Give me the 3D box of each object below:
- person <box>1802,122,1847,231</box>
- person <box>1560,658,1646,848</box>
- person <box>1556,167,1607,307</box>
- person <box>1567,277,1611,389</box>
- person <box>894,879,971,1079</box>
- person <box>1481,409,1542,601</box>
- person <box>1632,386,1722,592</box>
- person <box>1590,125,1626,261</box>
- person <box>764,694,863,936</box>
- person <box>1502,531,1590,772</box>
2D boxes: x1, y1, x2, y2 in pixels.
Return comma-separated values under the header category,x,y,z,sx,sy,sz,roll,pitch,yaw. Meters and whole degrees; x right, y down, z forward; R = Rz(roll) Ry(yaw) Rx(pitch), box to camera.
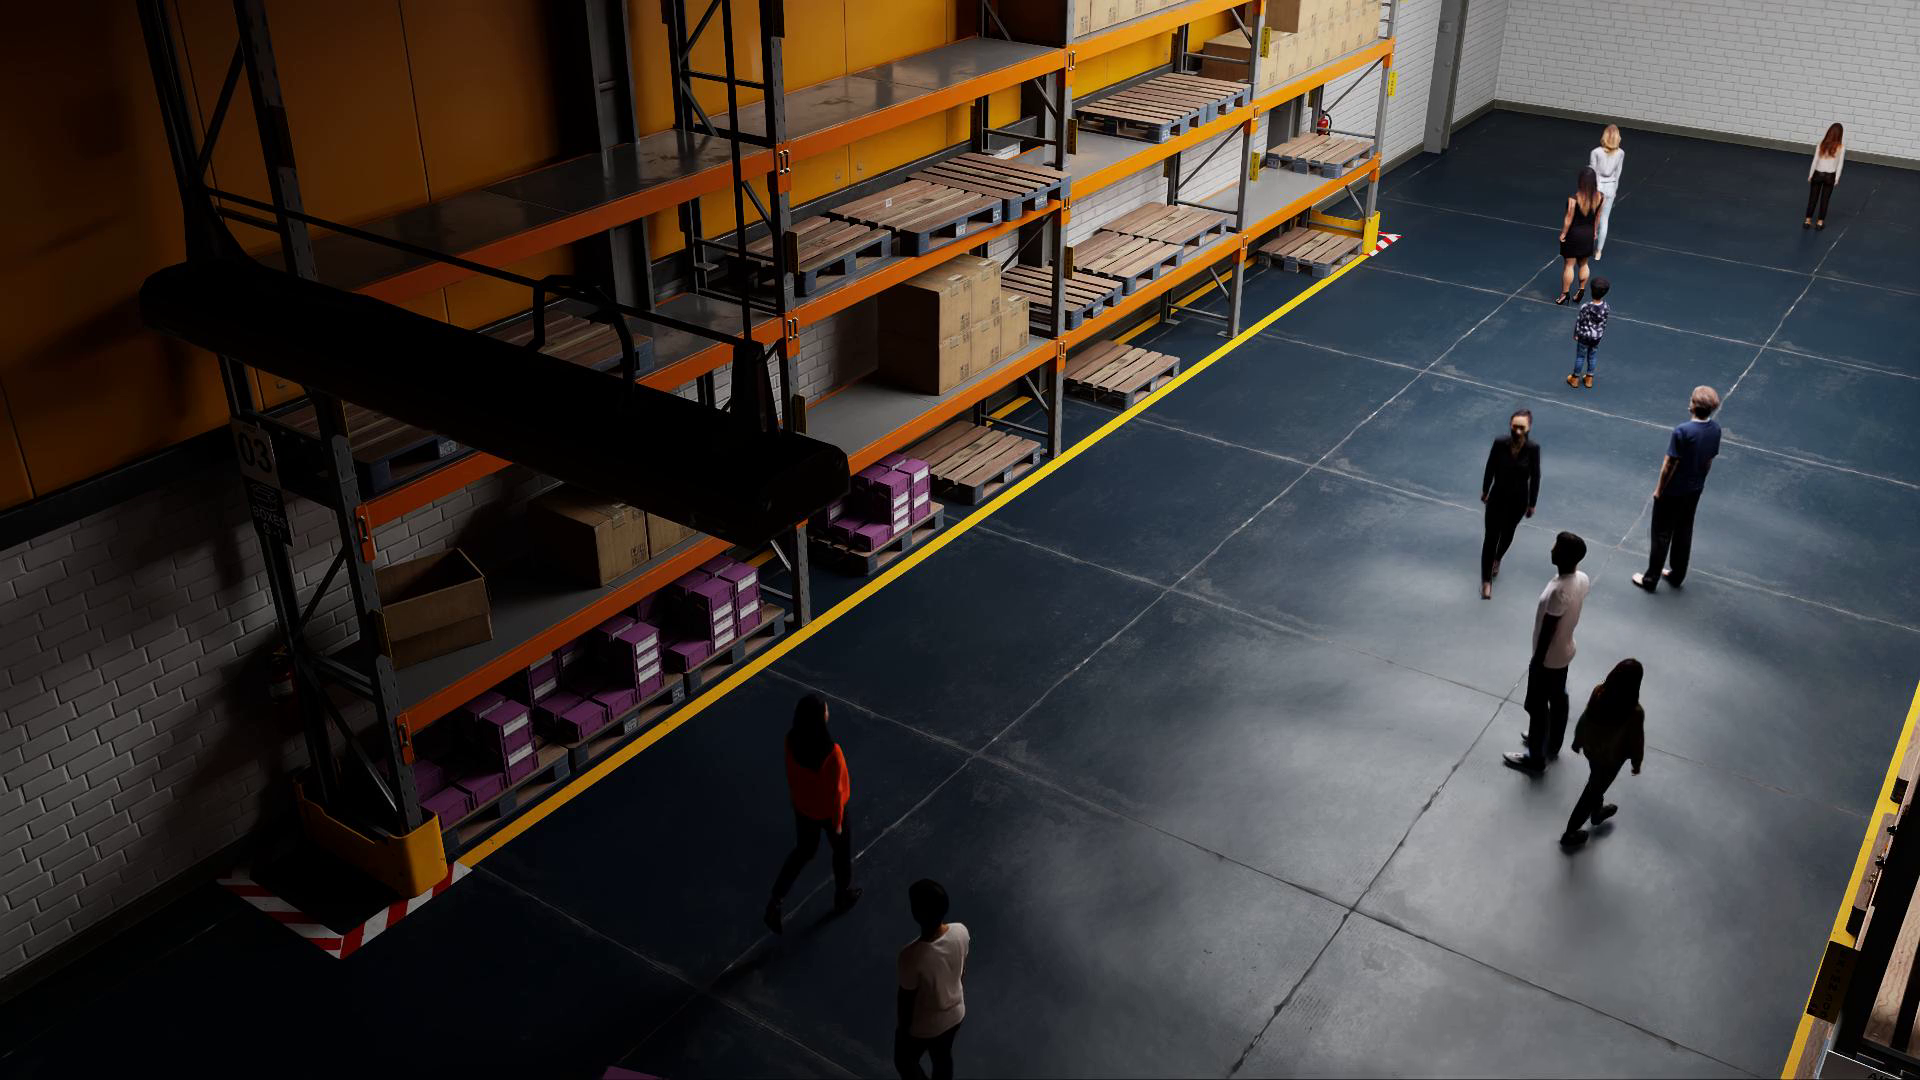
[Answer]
category,x,y,z,sx,sy,sz,roll,pitch,yaw
person,12.015,-5.054,23.113,0.545,1.484,0.489,16,33,27
person,4.284,1.462,11.198,0.926,1.454,0.804,-15,32,-25
person,7.612,-3.714,20.420,0.751,1.710,0.818,-6,29,-11
person,6.927,-2.287,18.285,0.569,1.248,0.619,-2,29,-4
person,-0.126,2.554,8.925,0.770,1.715,0.810,-19,34,-31
person,4.712,-0.350,14.297,0.794,1.669,1.096,10,30,17
person,6.192,-0.435,14.244,0.693,1.867,0.797,-9,30,-17
person,8.457,-4.585,21.928,0.666,1.796,0.679,1,29,3
person,-0.940,1.734,10.413,0.667,1.728,1.053,22,35,34
person,4.289,0.801,11.992,0.749,1.855,0.518,23,36,36
